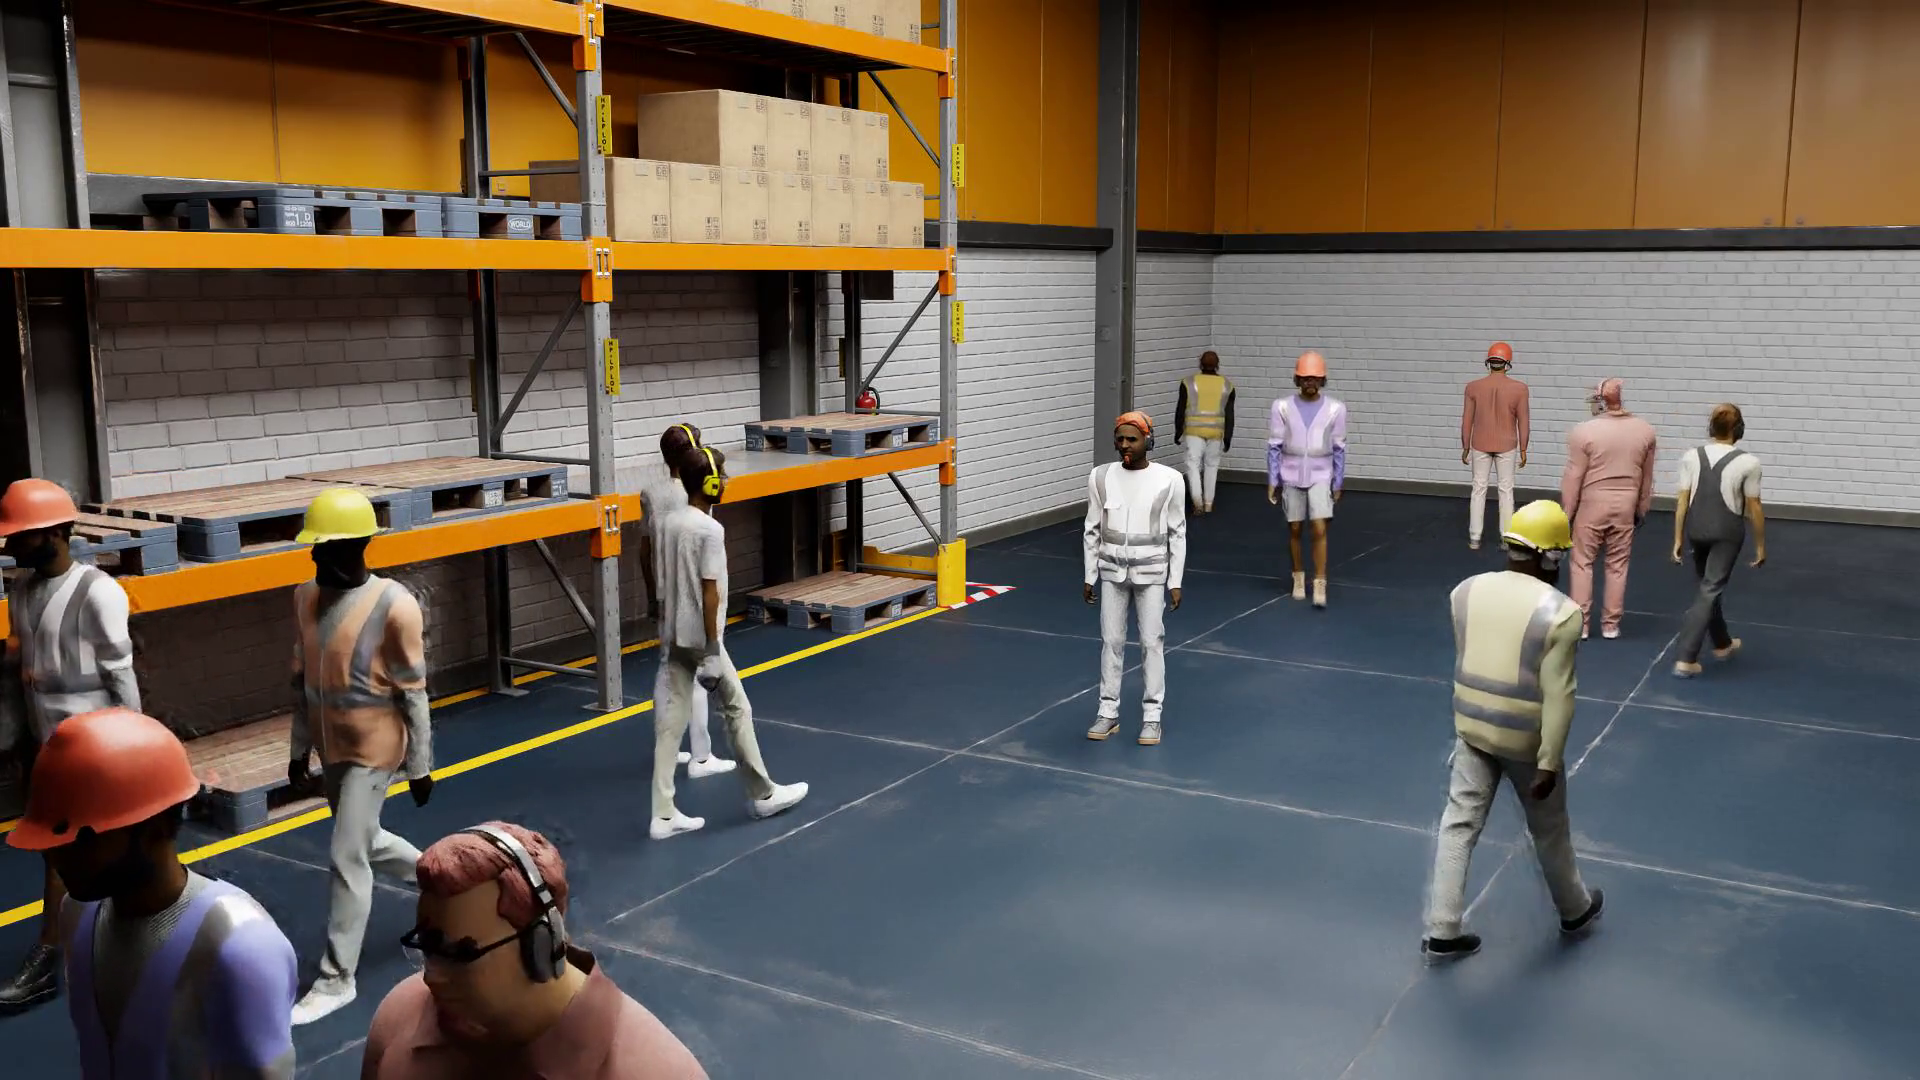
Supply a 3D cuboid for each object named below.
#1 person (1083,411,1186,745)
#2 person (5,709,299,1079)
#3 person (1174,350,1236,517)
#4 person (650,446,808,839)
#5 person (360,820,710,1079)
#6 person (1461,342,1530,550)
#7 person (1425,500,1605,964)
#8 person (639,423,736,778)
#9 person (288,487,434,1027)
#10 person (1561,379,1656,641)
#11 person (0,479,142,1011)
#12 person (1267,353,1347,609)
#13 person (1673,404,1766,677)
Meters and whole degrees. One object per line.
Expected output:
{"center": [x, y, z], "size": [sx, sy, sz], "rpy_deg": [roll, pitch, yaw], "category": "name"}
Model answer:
{"center": [0.973, 0.214, 9.375], "size": [0.583, 1.882, 0.338], "rpy_deg": [4, 10, 22], "category": "person"}
{"center": [-1.375, 1.208, 3.087], "size": [0.555, 1.917, 0.630], "rpy_deg": [5, 10, 27], "category": "person"}
{"center": [2.683, -1.168, 18.211], "size": [0.635, 1.819, 0.823], "rpy_deg": [-1, 9, -6], "category": "person"}
{"center": [-1.150, 0.468, 7.937], "size": [0.902, 1.828, 0.568], "rpy_deg": [-8, 12, -41], "category": "person"}
{"center": [-0.709, 1.328, 2.524], "size": [0.657, 1.848, 1.018], "rpy_deg": [7, 11, 35], "category": "person"}
{"center": [5.127, -0.894, 15.944], "size": [0.624, 1.992, 0.386], "rpy_deg": [4, 10, 22], "category": "person"}
{"center": [2.172, 0.730, 6.465], "size": [0.914, 1.778, 0.600], "rpy_deg": [-7, 12, -38], "category": "person"}
{"center": [-1.450, 0.318, 8.768], "size": [0.521, 1.871, 0.325], "rpy_deg": [6, 11, 32], "category": "person"}
{"center": [-2.162, 0.732, 6.111], "size": [0.593, 1.903, 0.865], "rpy_deg": [6, 11, 33], "category": "person"}
{"center": [4.634, -0.204, 11.969], "size": [0.685, 1.896, 0.405], "rpy_deg": [-1, 9, -7], "category": "person"}
{"center": [-3.372, 0.732, 6.099], "size": [0.574, 1.897, 0.889], "rpy_deg": [5, 10, 28], "category": "person"}
{"center": [2.740, -0.465, 13.186], "size": [0.608, 2.009, 0.947], "rpy_deg": [2, 9, 14], "category": "person"}
{"center": [5.054, -0.006, 11.045], "size": [0.991, 1.787, 0.528], "rpy_deg": [-8, 12, -40], "category": "person"}
